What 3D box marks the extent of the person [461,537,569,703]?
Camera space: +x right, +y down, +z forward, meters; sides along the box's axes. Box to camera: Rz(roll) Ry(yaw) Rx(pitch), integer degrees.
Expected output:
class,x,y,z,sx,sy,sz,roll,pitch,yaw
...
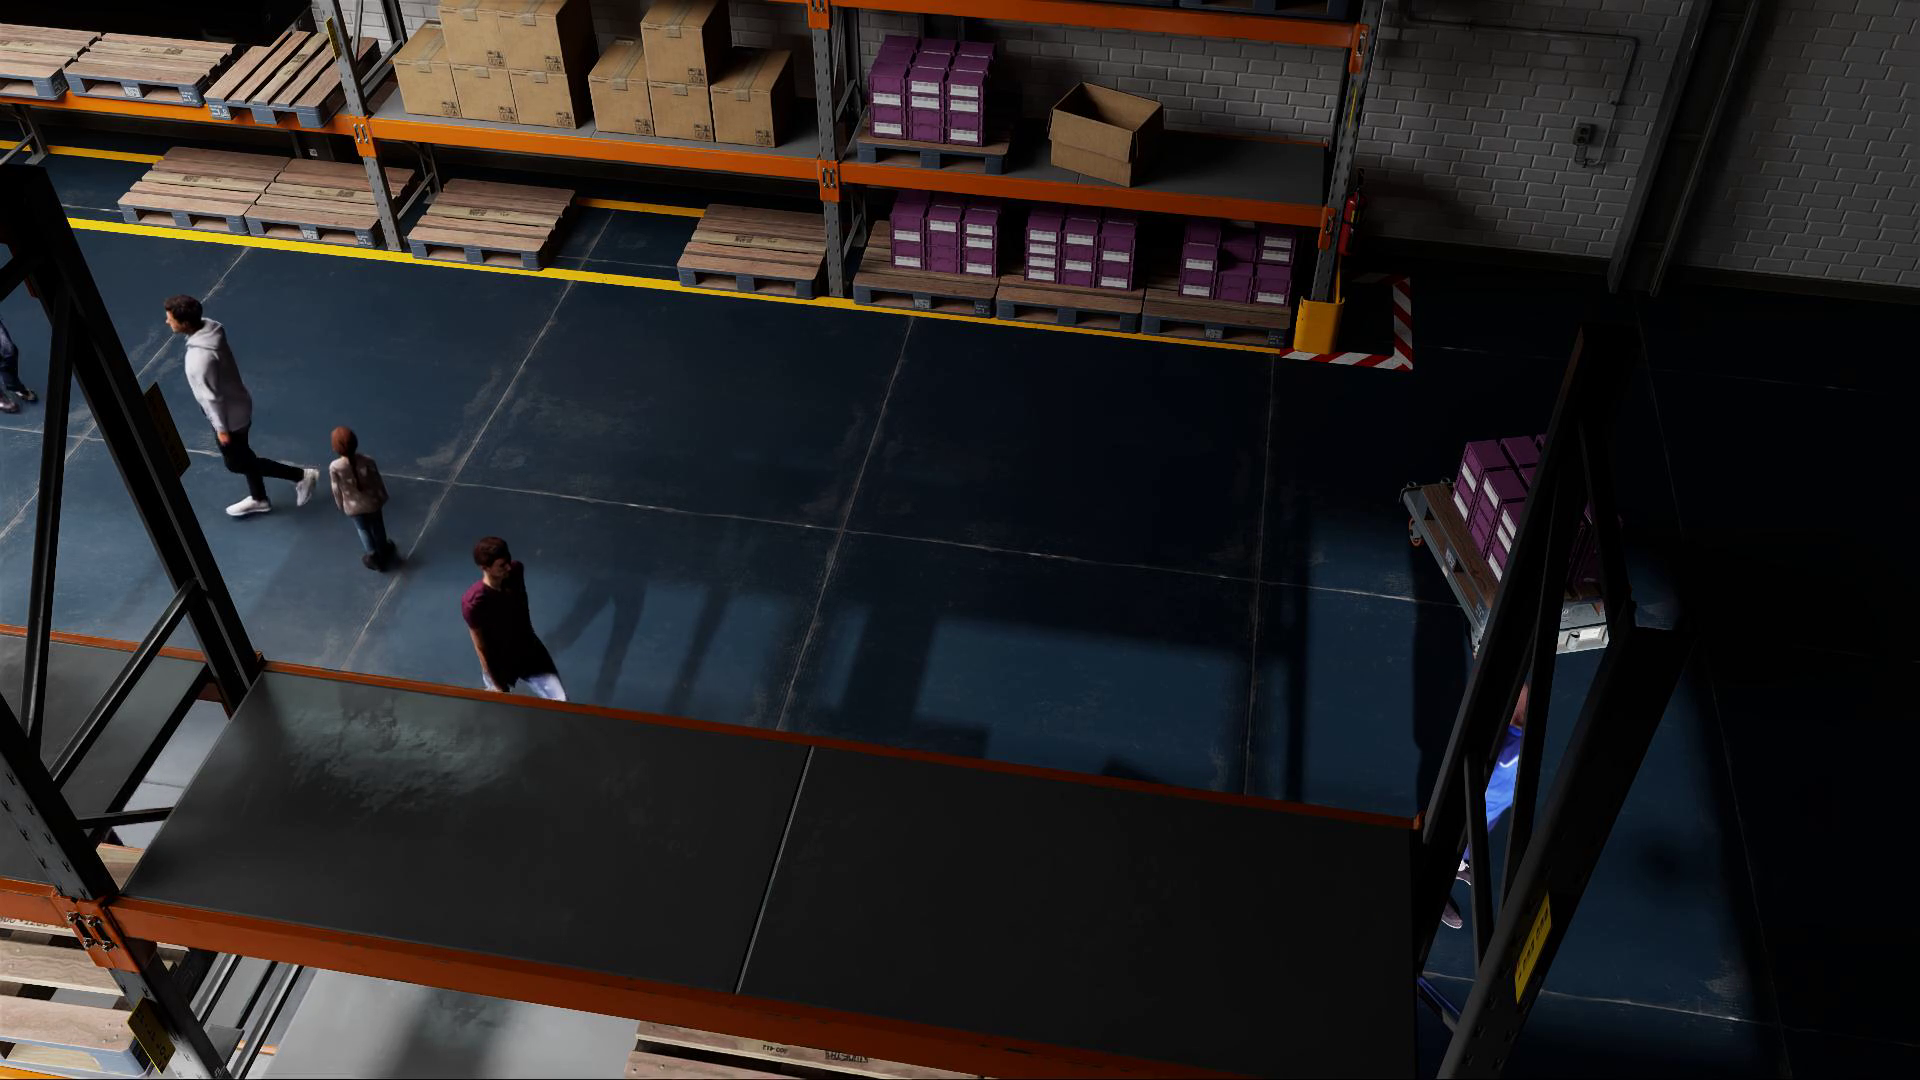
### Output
class,x,y,z,sx,sy,sz,roll,pitch,yaw
person,-2.768,0.671,9.990,1.244,1.805,0.974,23,48,22

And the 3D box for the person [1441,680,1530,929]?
class,x,y,z,sx,sy,sz,roll,pitch,yaw
person,2.901,1.403,9.195,0.768,1.841,0.759,33,53,30

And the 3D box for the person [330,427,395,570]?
class,x,y,z,sx,sy,sz,roll,pitch,yaw
person,-4.105,-0.277,11.430,0.560,1.190,0.639,-15,46,-15

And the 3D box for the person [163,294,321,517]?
class,x,y,z,sx,sy,sz,roll,pitch,yaw
person,-4.992,-0.916,11.576,1.082,1.914,0.955,-14,45,-14
